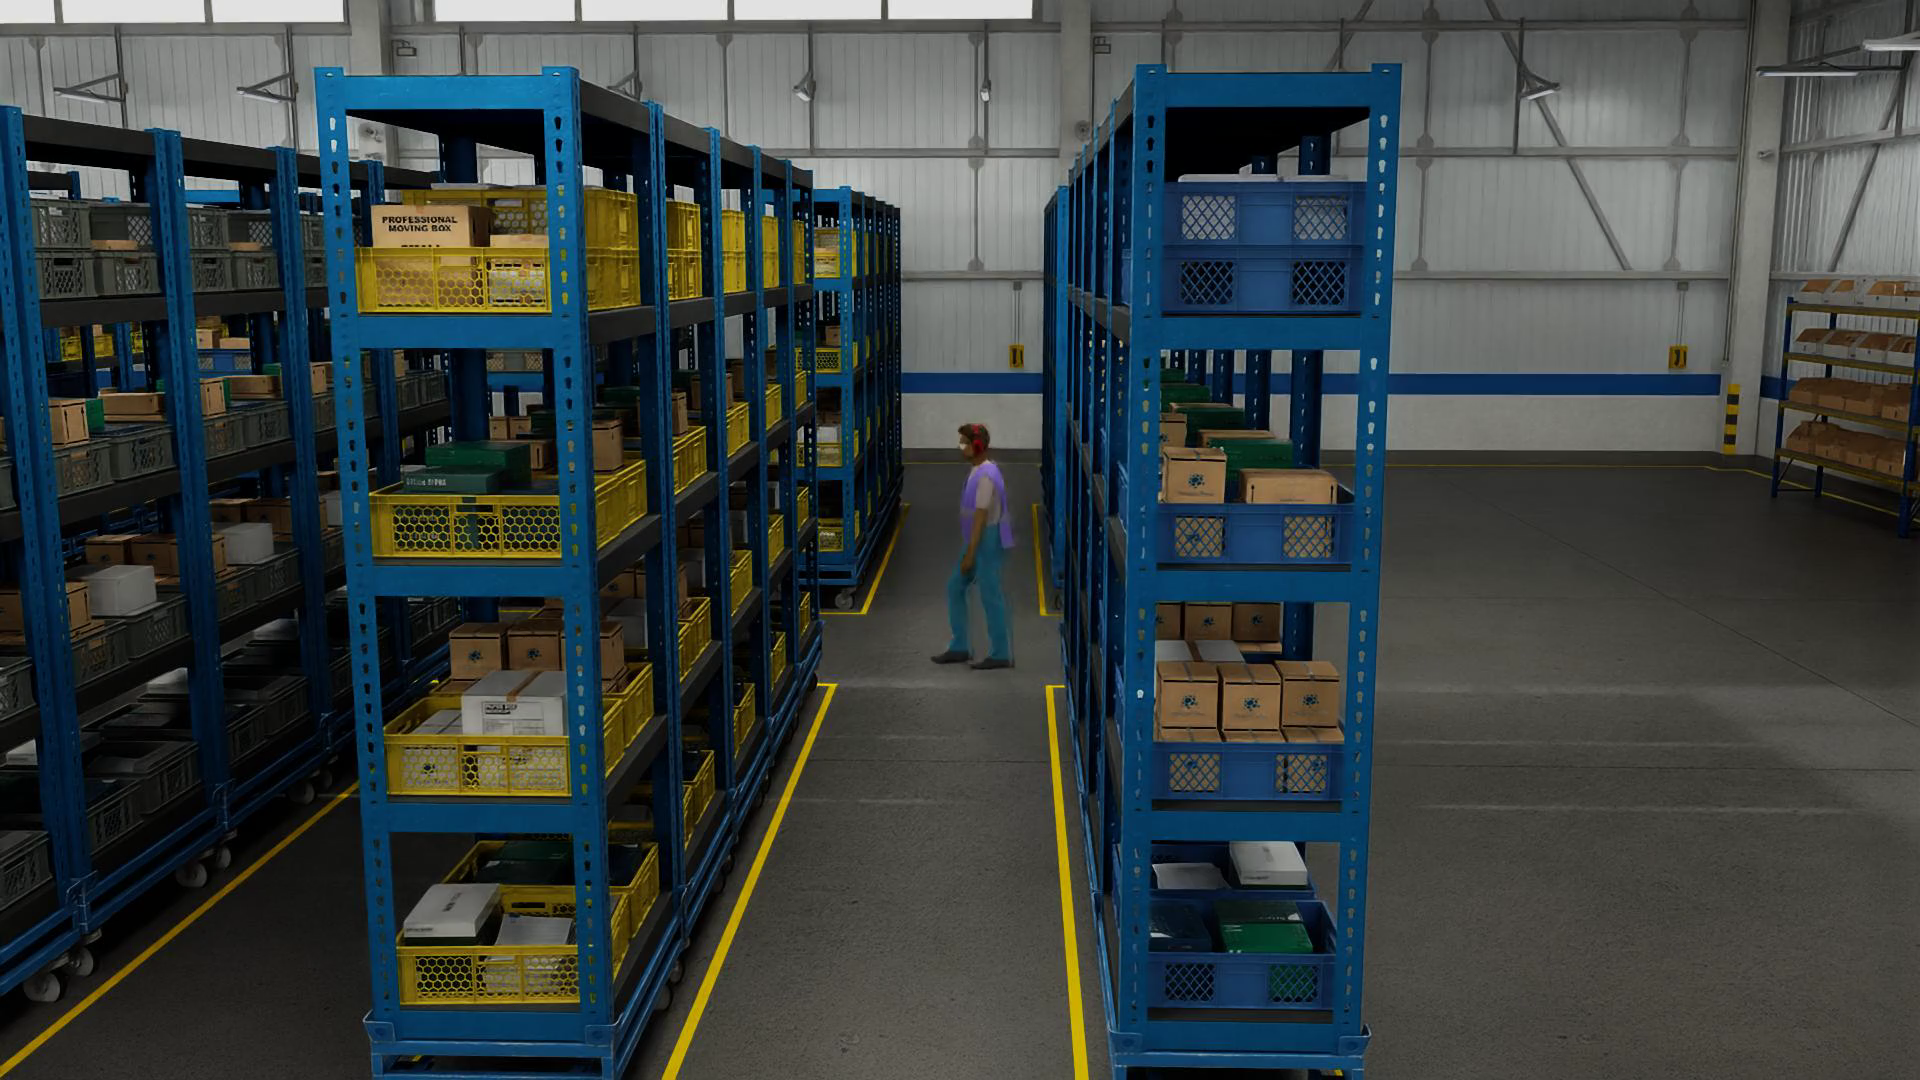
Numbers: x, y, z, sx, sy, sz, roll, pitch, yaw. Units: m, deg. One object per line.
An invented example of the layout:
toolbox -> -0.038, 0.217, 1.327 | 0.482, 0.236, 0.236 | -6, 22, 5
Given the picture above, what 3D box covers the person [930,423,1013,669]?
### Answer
person -> 0.053, 0.064, 12.159 | 0.708, 1.822, 0.569 | -2, 10, -10
